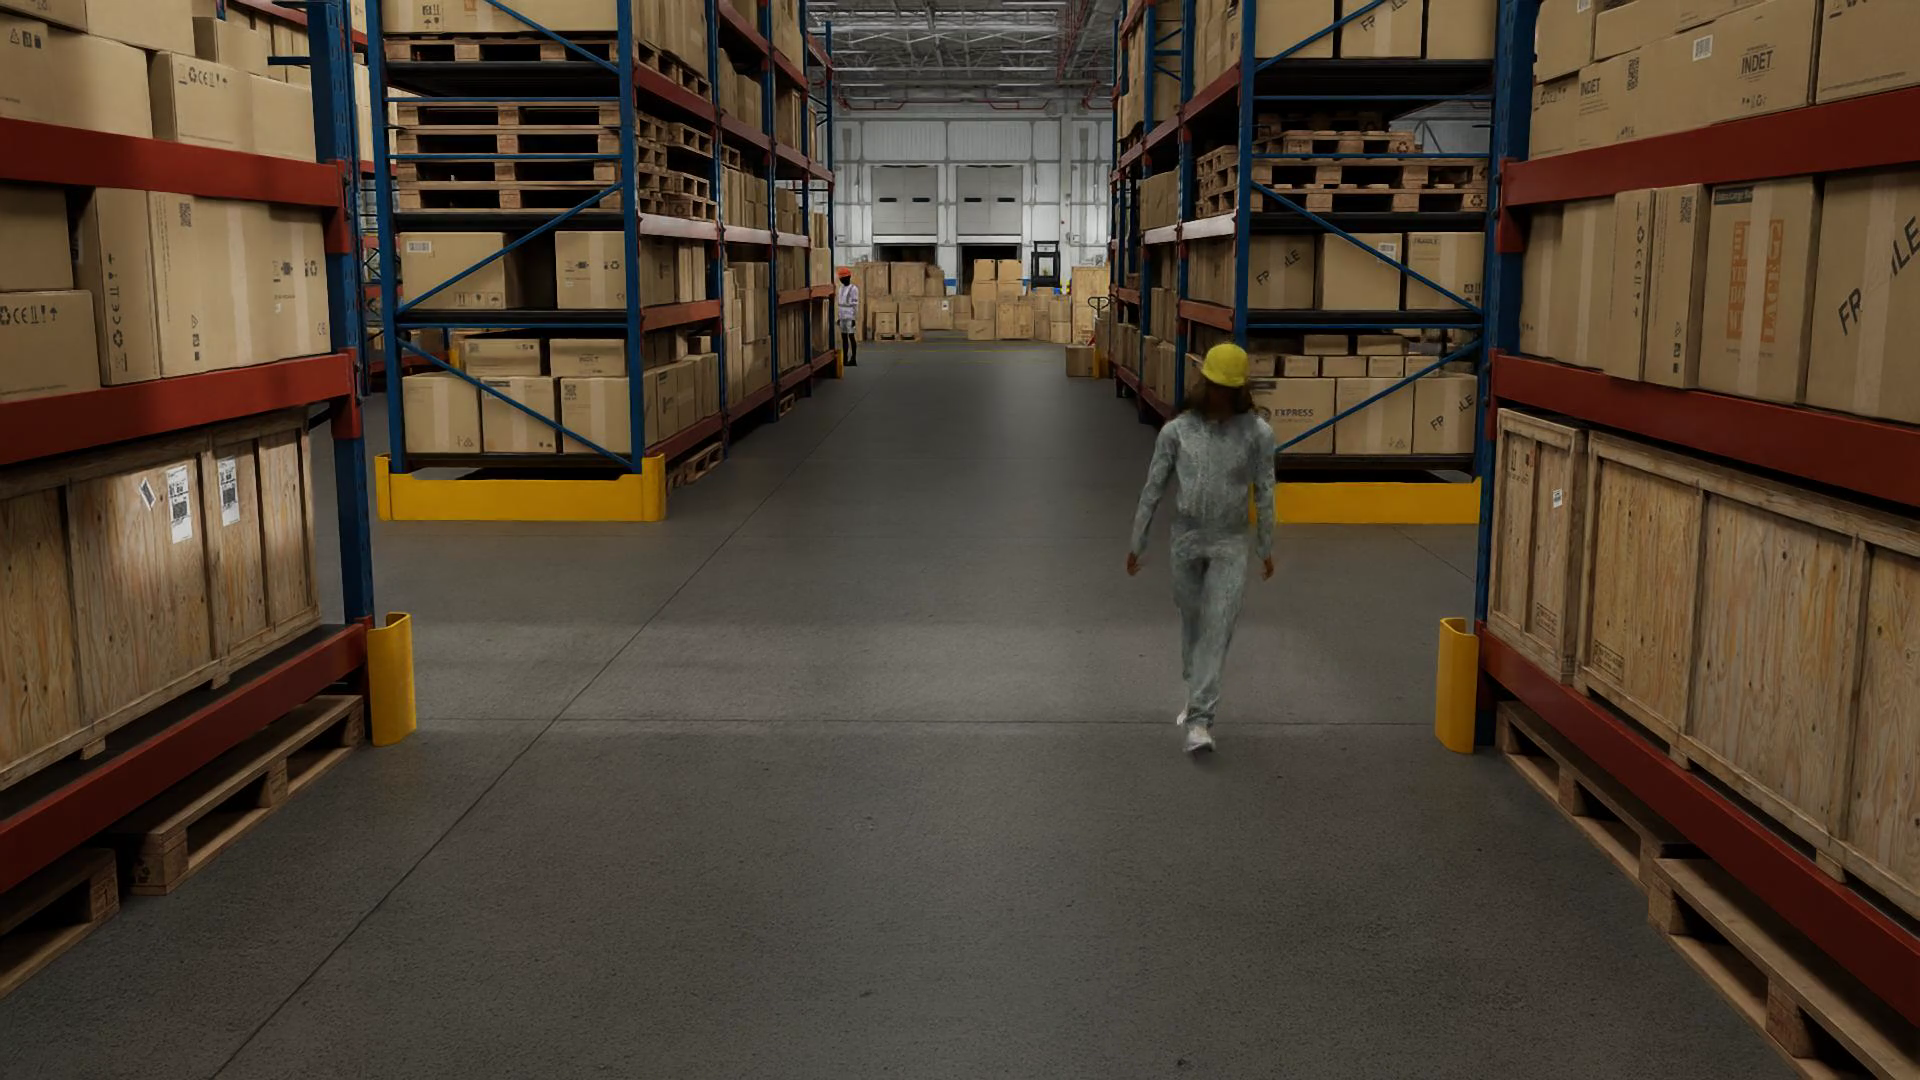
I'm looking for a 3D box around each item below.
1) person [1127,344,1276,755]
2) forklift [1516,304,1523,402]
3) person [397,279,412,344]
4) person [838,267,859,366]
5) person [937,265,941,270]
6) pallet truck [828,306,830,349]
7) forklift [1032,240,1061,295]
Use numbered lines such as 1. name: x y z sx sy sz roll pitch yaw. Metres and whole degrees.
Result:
1. person: 1.009 0.027 6.954 0.591 1.676 0.905 2 10 13
2. forklift: 7.795 -3.358 23.677 1.873 2.768 1.129 3 10 15
3. person: -11.535 -4.528 34.300 0.658 1.672 0.543 3 10 18
4. person: -2.223 -4.357 32.507 0.371 1.928 0.543 -9 13 -42
5. person: -0.844 -8.382 56.650 0.601 1.923 0.630 0 9 3
6. pallet truck: -3.100 -3.940 29.800 1.885 1.965 0.823 3 10 19
7. forklift: 3.172 -9.648 61.356 1.129 2.768 1.873 0 9 1
